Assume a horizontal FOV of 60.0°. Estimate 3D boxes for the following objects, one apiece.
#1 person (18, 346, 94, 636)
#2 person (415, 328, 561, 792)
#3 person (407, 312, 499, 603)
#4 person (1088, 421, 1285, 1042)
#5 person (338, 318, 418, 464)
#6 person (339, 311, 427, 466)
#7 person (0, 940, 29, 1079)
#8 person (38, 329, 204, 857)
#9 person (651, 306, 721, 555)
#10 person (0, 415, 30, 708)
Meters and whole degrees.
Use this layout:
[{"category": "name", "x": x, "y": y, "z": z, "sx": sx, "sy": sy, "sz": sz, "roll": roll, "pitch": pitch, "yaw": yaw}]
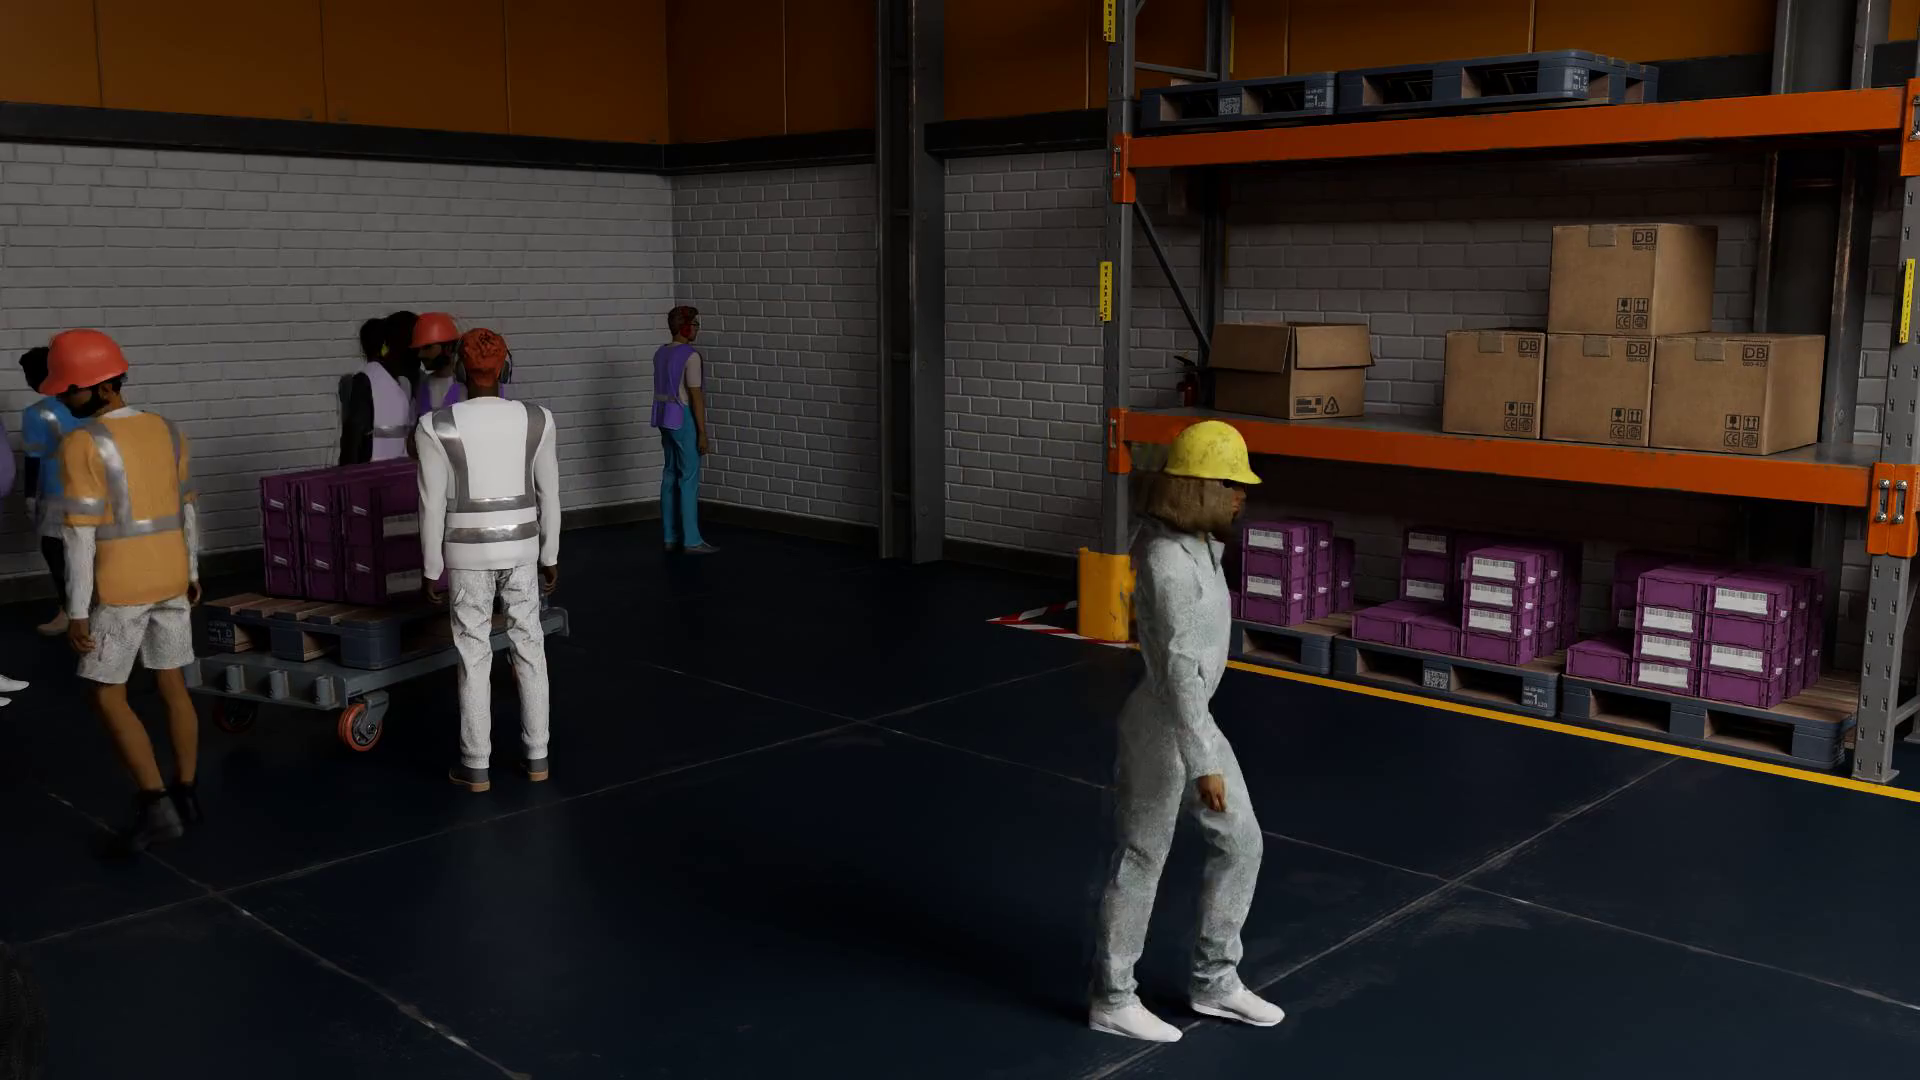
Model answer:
[{"category": "person", "x": -5.176, "y": -0.275, "z": 9.669, "sx": 0.350, "sy": 1.664, "sz": 0.623, "roll": 4, "pitch": 10, "yaw": 26}, {"category": "person", "x": -1.912, "y": 0.082, "z": 6.791, "sx": 0.578, "sy": 1.883, "sz": 0.353, "roll": -6, "pitch": 11, "yaw": -32}, {"category": "person", "x": -2.855, "y": -0.336, "z": 9.399, "sx": 0.555, "sy": 1.881, "sz": 0.988, "roll": 4, "pitch": 10, "yaw": 21}, {"category": "person", "x": 0.642, "y": 0.544, "z": 4.467, "sx": 0.658, "sy": 1.721, "sz": 0.498, "roll": 4, "pitch": 10, "yaw": 23}, {"category": "person", "x": -3.332, "y": -0.346, "z": 9.527, "sx": 0.545, "sy": 1.845, "sz": 0.652, "roll": 4, "pitch": 10, "yaw": 24}, {"category": "person", "x": -3.148, "y": -0.353, "z": 9.481, "sx": 0.923, "sy": 1.870, "sz": 0.614, "roll": 3, "pitch": 10, "yaw": 15}, {"category": "person", "x": -1.298, "y": 0.953, "z": 1.697, "sx": 0.931, "sy": 1.796, "sz": 0.660, "roll": 7, "pitch": 12, "yaw": 38}, {"category": "person", "x": -2.990, "y": 0.174, "z": 6.172, "sx": 0.490, "sy": 1.914, "sz": 0.731, "roll": 3, "pitch": 10, "yaw": 19}, {"category": "person", "x": -2.083, "y": -0.812, "z": 12.382, "sx": 0.394, "sy": 1.847, "sz": 0.563, "roll": -8, "pitch": 12, "yaw": -40}, {"category": "person", "x": -4.803, "y": -0.141, "z": 8.093, "sx": 0.401, "sy": 1.905, "sz": 0.651, "roll": -3, "pitch": 10, "yaw": -16}]
